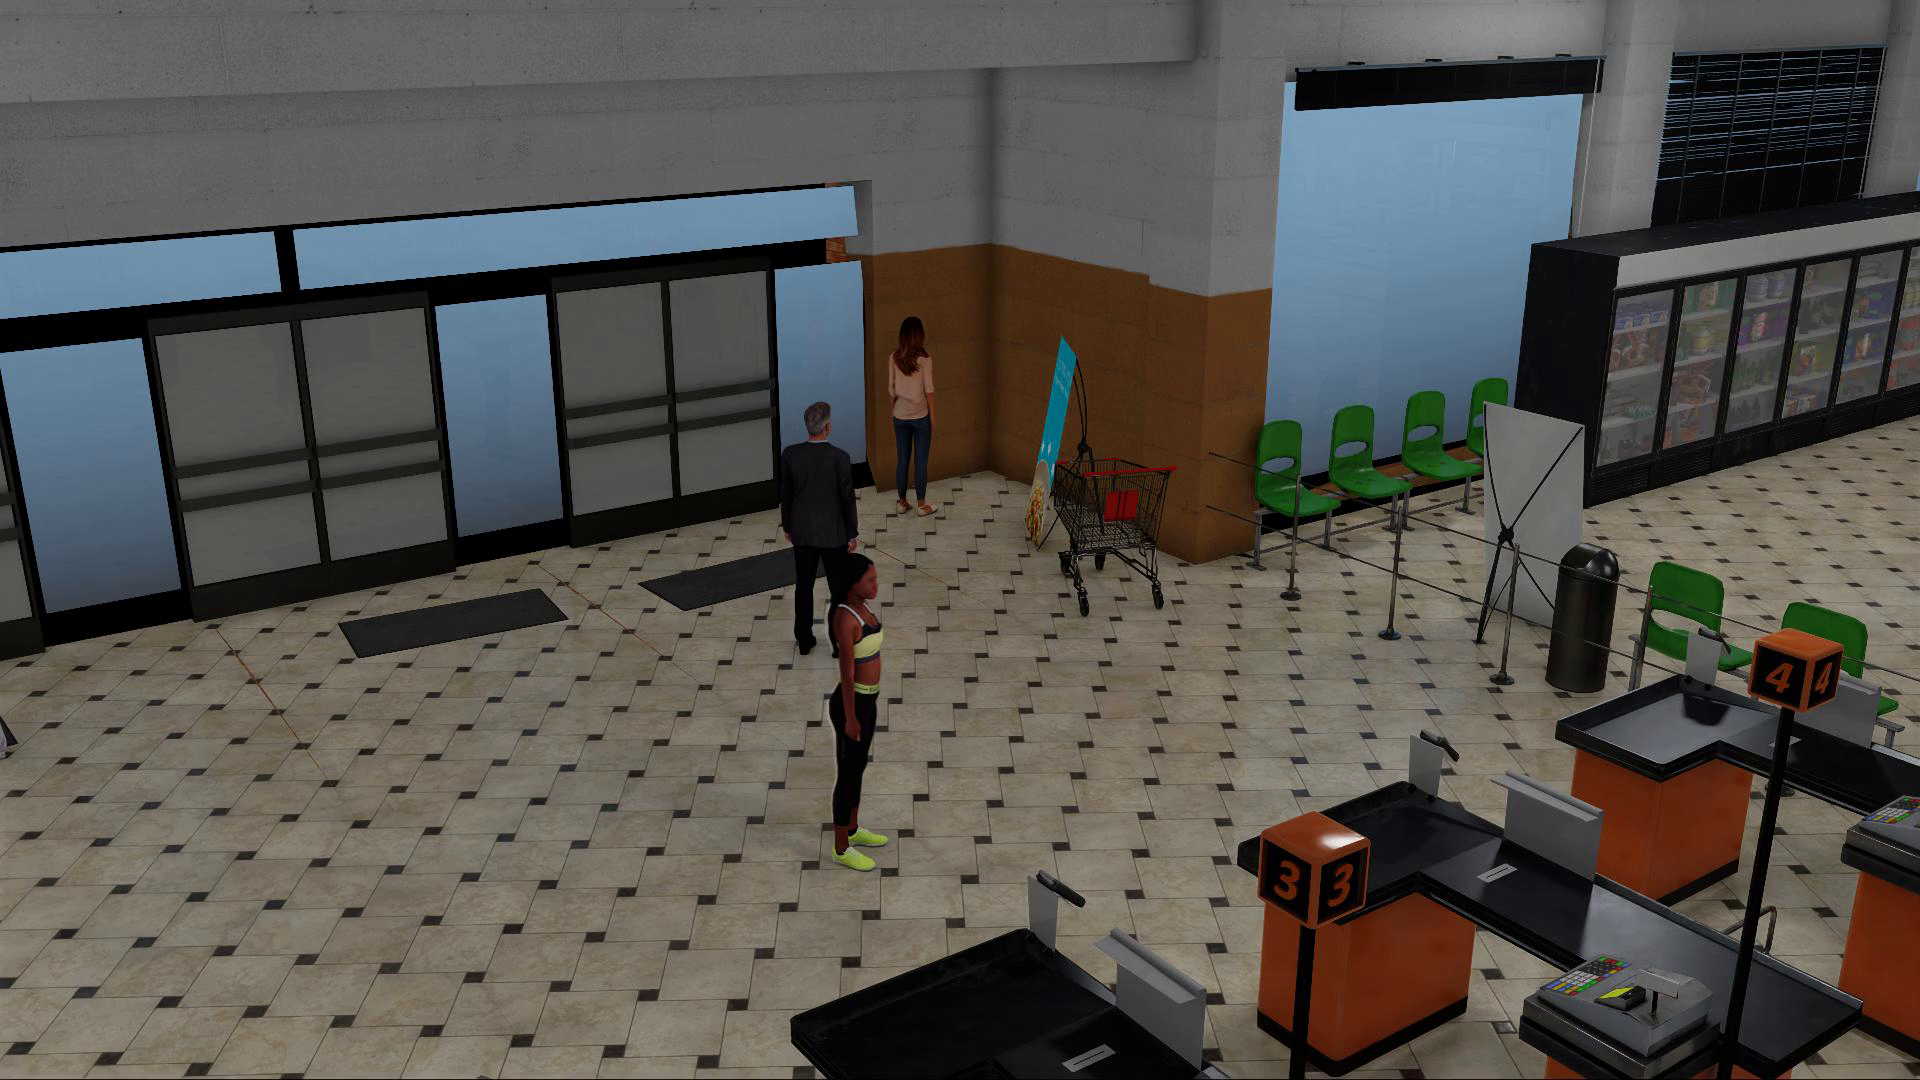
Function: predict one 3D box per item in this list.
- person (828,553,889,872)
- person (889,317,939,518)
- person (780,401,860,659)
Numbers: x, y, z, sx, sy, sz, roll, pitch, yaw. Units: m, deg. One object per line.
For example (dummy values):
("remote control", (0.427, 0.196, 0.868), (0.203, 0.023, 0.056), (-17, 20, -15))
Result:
("person", (-0.572, 0.899, 8.931), (0.693, 1.754, 0.640), (4, 19, 11))
("person", (-0.428, -1.101, 14.800), (0.617, 1.792, 0.731), (9, 21, 25))
("person", (-0.983, -0.077, 11.690), (0.771, 1.839, 0.866), (5, 19, 15))
